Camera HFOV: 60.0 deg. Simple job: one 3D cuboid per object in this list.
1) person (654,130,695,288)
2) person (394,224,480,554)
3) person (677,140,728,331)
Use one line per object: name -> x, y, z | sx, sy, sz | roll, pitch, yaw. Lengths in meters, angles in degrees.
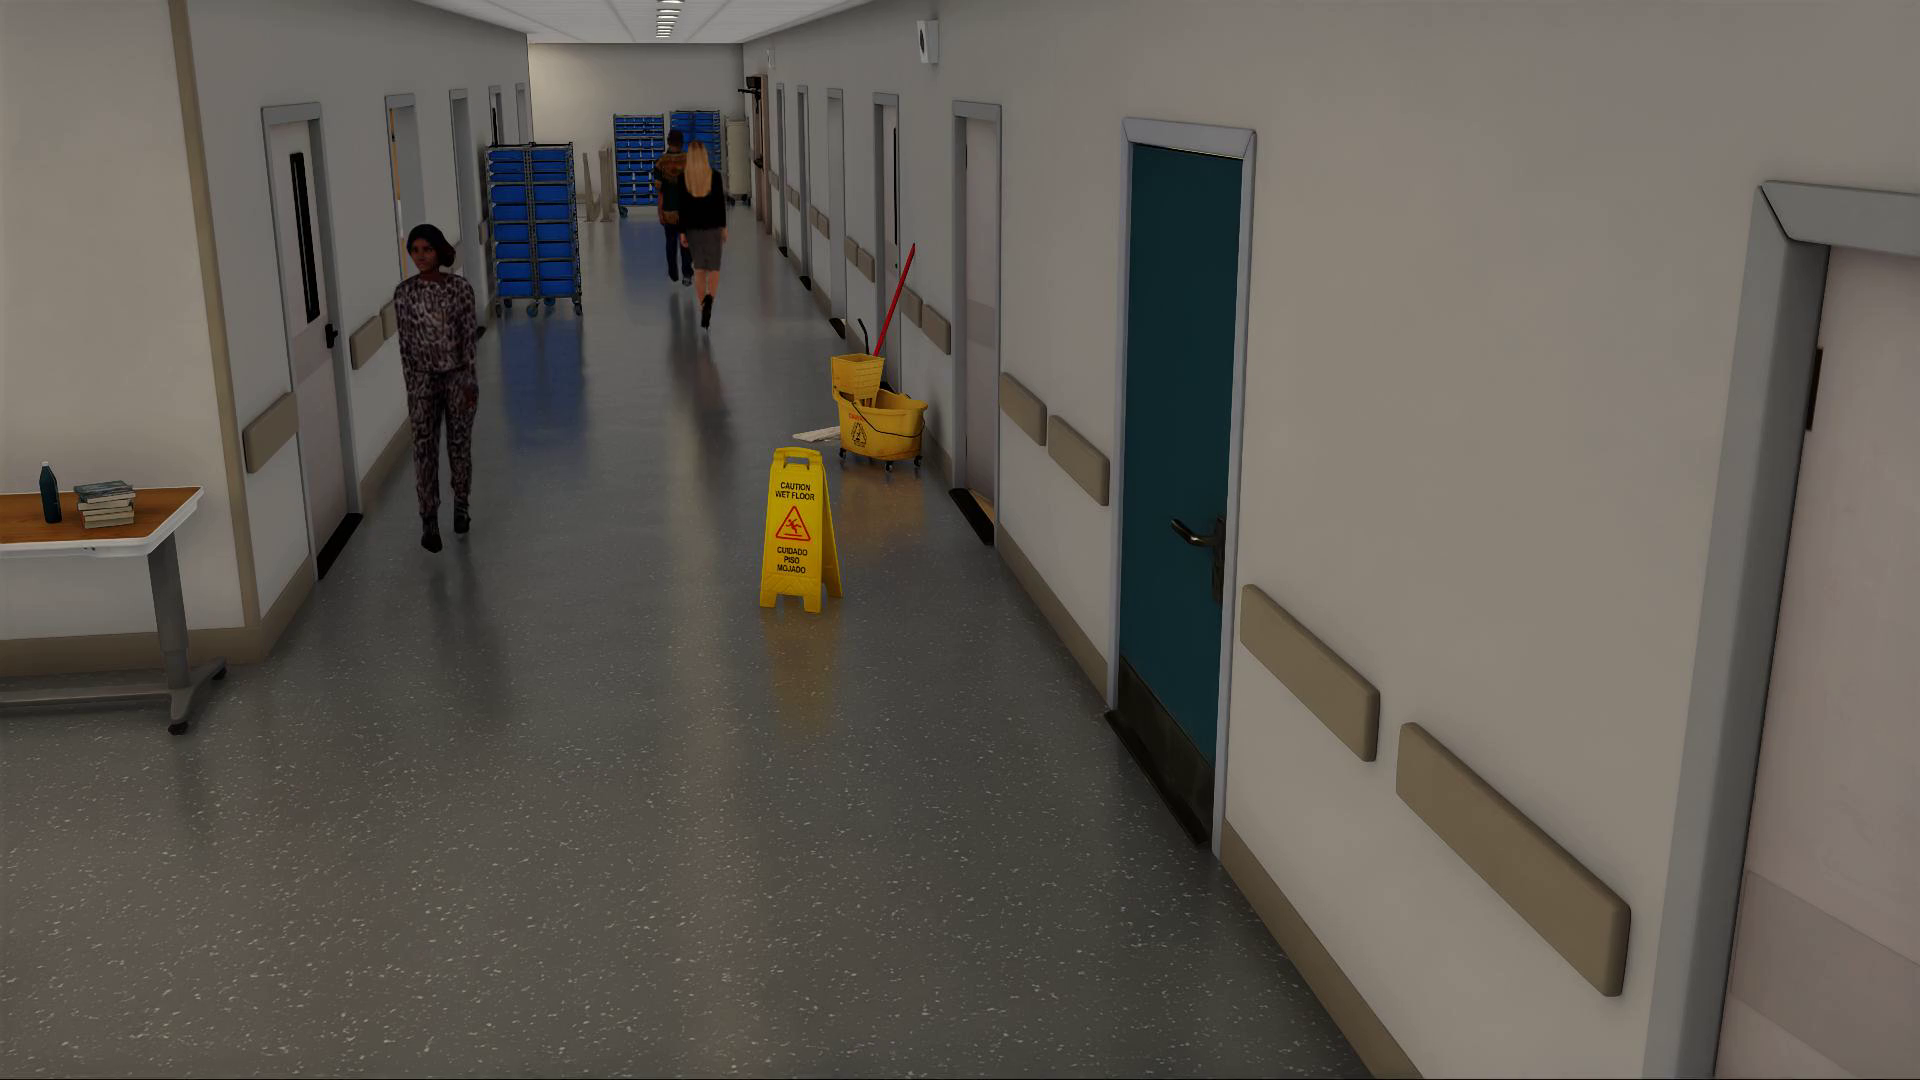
person -> -3.215, -3.774, 19.157 | 0.747, 1.759, 1.273 | -5, 16, -17
person -> -2.726, -0.805, 8.859 | 0.552, 1.672, 1.058 | -3, 16, -10
person -> -2.445, -2.875, 15.930 | 0.671, 1.820, 1.058 | -2, 16, -6
